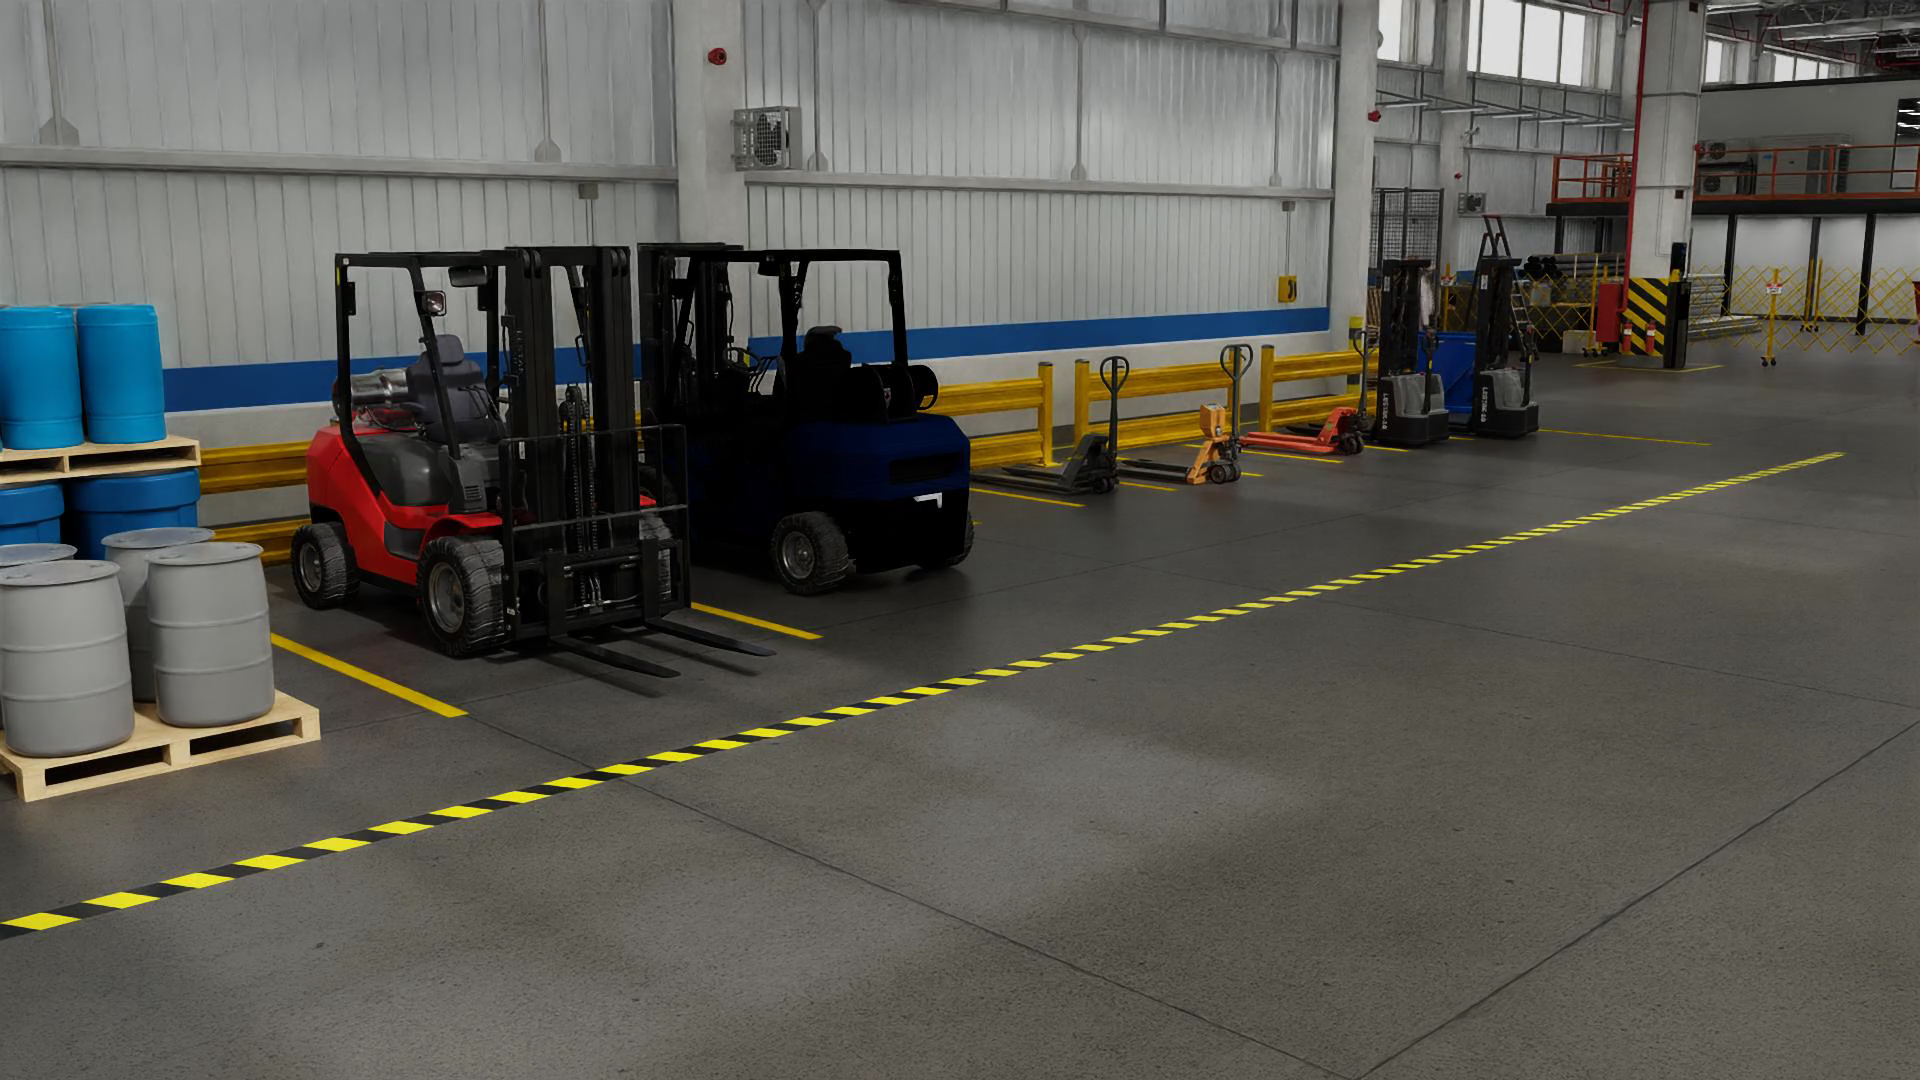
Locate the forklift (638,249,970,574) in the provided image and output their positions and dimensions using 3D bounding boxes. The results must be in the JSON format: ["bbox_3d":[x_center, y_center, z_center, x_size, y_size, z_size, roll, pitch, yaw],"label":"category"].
[{"bbox_3d":[-1.173,-0.958,11.239,2.680,1.987,1.157,10,14,43],"label":"forklift"}]

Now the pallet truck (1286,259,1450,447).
[{"bbox_3d":[4.493,-2.078,18.196,0.823,1.965,1.885,-9,14,-40],"label":"pallet truck"}]

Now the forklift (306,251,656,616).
[{"bbox_3d":[-2.833,-0.669,9.694,1.157,1.987,2.680,-10,14,-44],"label":"forklift"}]

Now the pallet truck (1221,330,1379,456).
[{"bbox_3d":[3.563,-1.581,17.381,0.653,1.274,1.630,-10,14,-44],"label":"pallet truck"}]

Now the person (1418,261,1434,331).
[{"bbox_3d":[7.271,-3.507,26.366,0.416,1.865,0.806,1,10,4],"label":"person"}]

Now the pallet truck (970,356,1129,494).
[{"bbox_3d":[0.784,-1.085,14.876,0.680,1.201,1.601,-10,14,-44],"label":"pallet truck"}]

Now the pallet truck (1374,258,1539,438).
[{"bbox_3d":[5.704,-2.208,18.901,1.885,1.965,0.823,10,14,43],"label":"pallet truck"}]

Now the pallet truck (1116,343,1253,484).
[{"bbox_3d":[1.962,-1.215,15.415,1.522,1.261,0.704,10,14,43],"label":"pallet truck"}]
